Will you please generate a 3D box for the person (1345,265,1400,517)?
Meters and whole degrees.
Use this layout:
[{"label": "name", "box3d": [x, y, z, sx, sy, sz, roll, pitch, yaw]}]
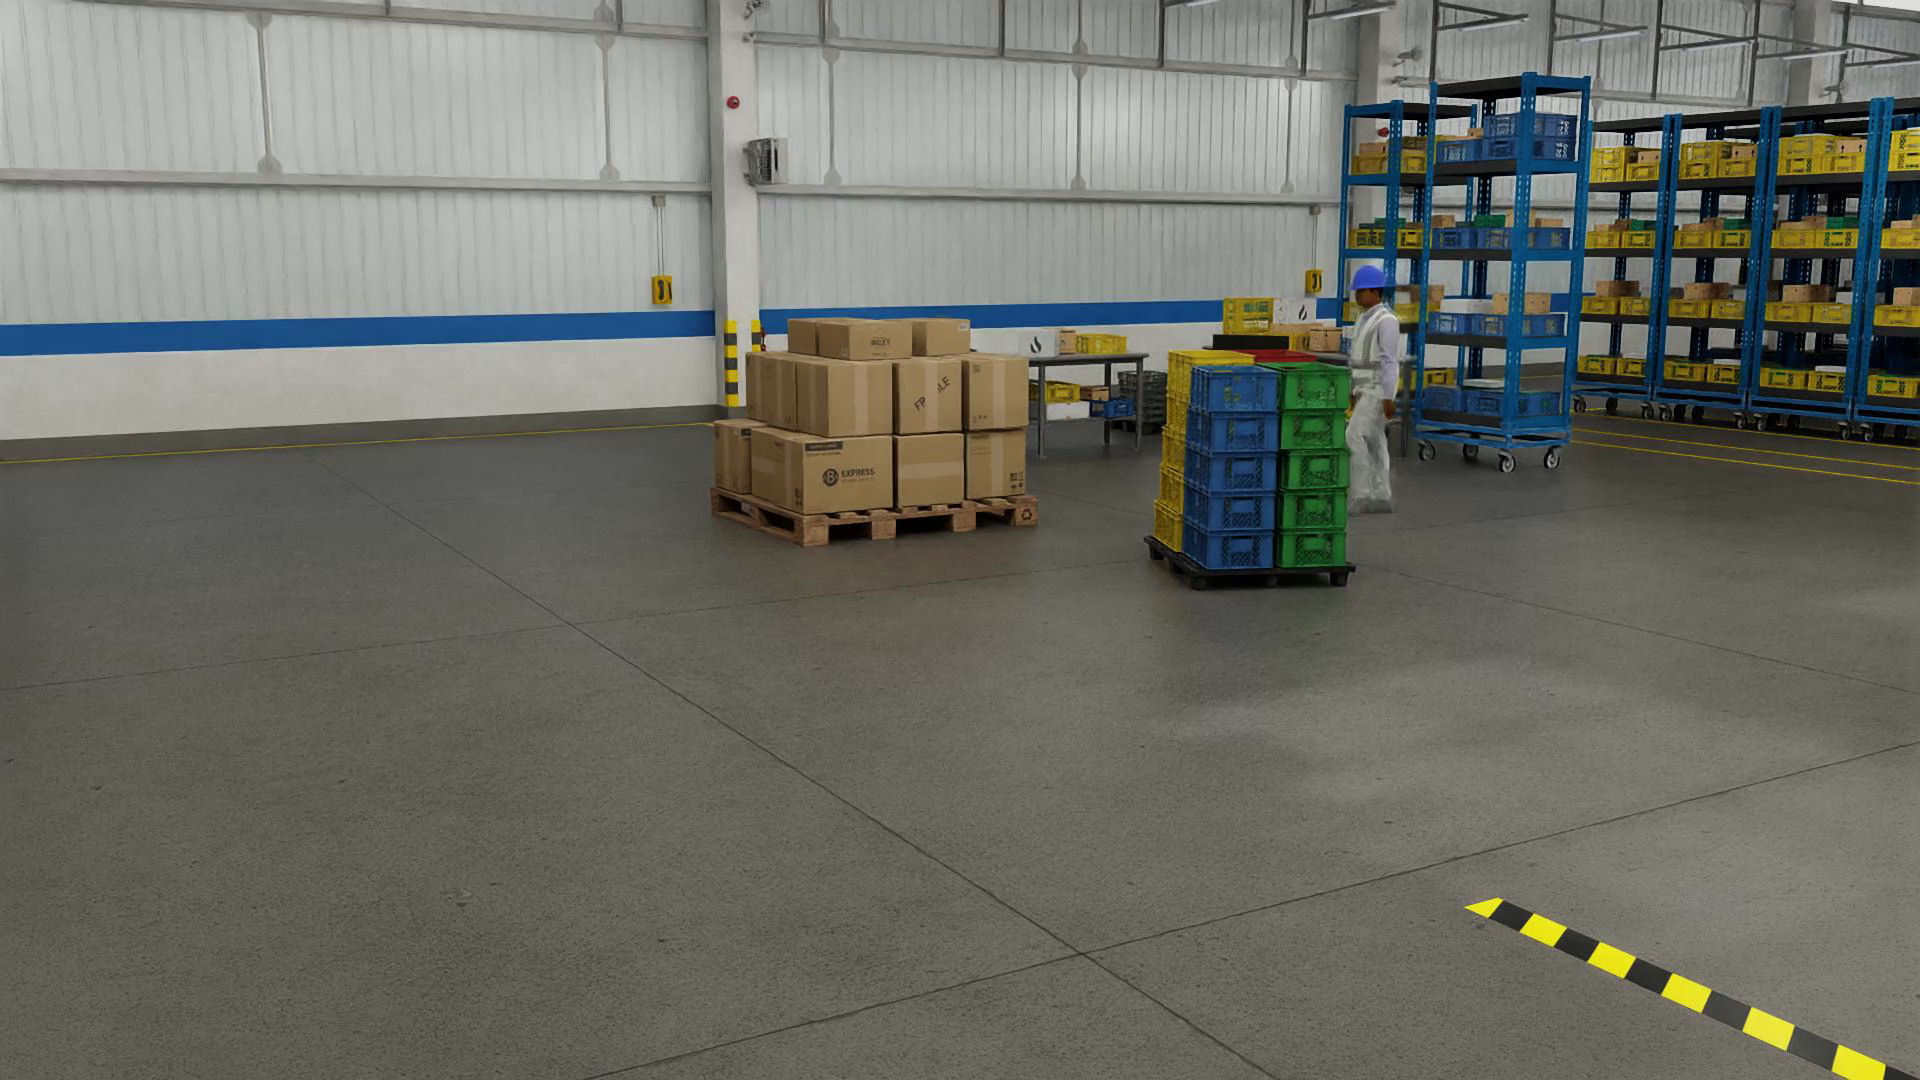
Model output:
[{"label": "person", "box3d": [3.089, -1.139, 12.807, 0.648, 1.922, 0.629, 0, 10, -2]}]
